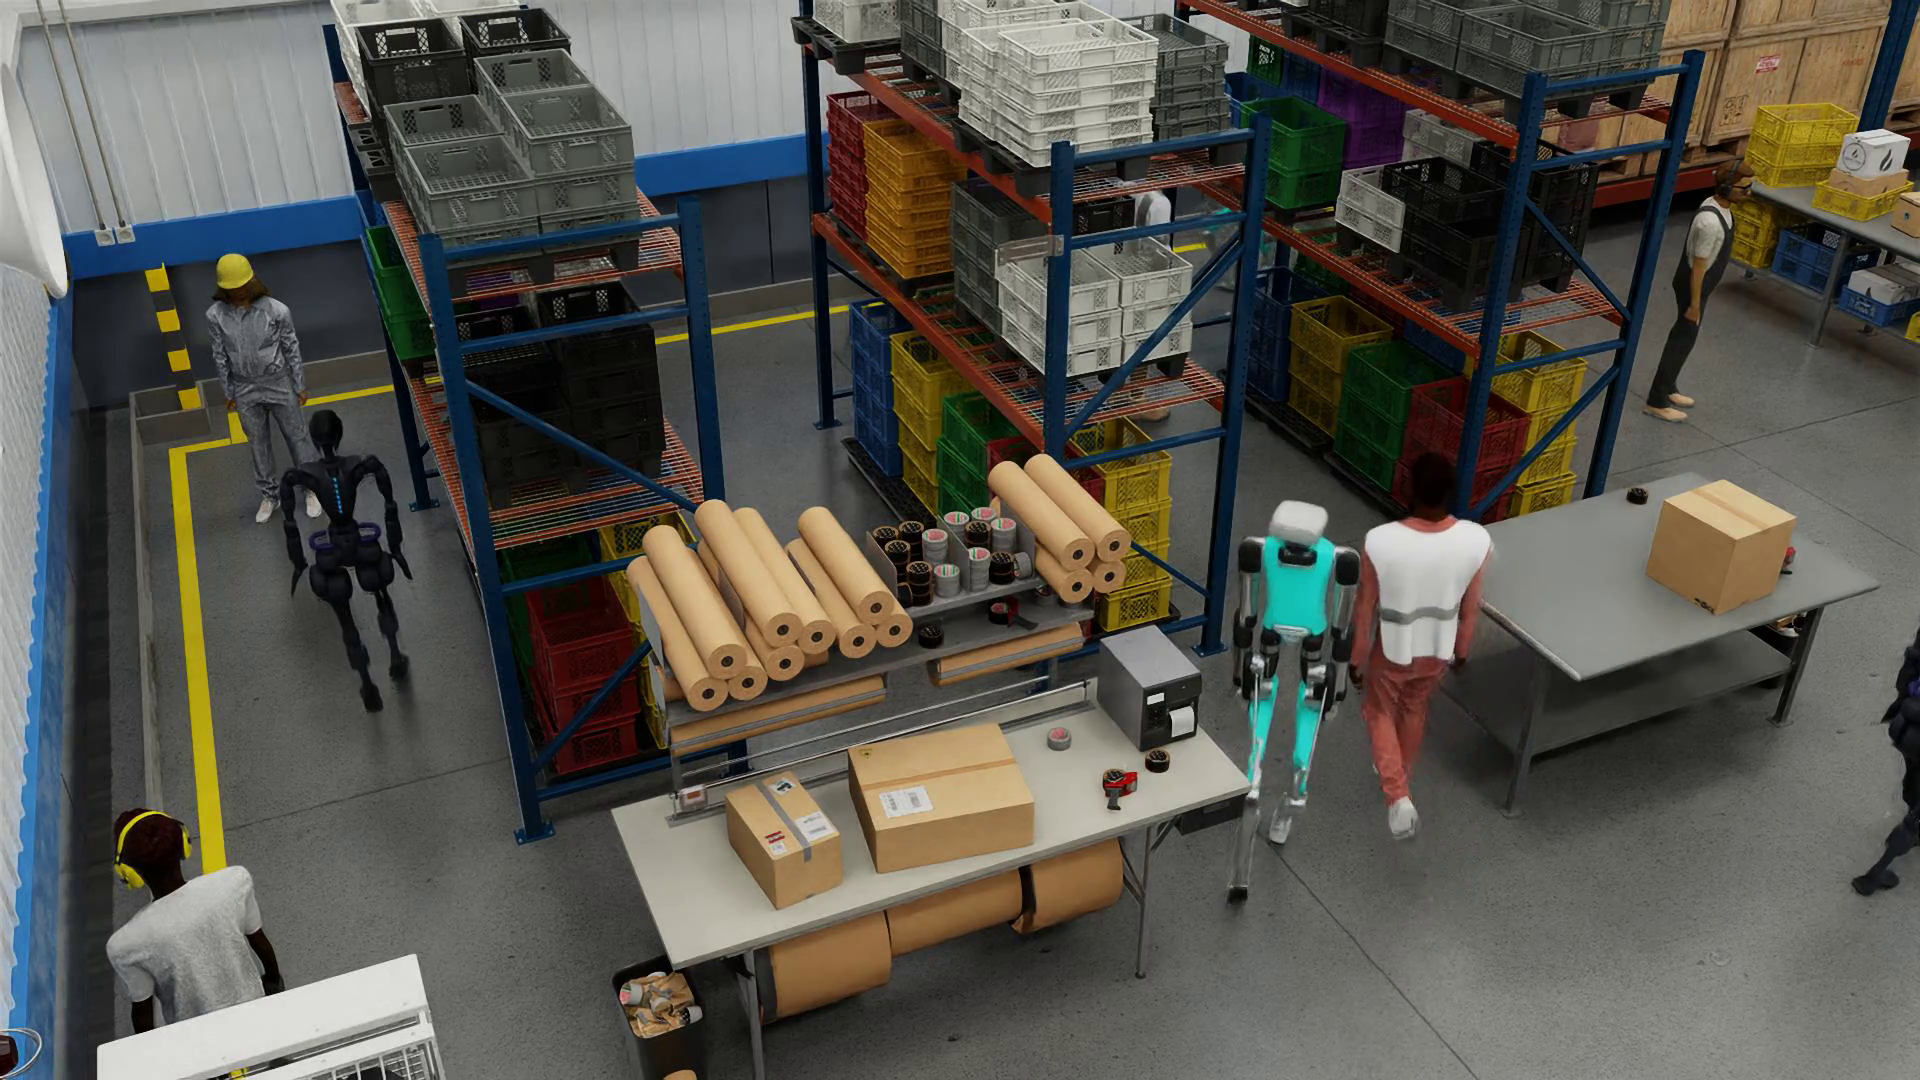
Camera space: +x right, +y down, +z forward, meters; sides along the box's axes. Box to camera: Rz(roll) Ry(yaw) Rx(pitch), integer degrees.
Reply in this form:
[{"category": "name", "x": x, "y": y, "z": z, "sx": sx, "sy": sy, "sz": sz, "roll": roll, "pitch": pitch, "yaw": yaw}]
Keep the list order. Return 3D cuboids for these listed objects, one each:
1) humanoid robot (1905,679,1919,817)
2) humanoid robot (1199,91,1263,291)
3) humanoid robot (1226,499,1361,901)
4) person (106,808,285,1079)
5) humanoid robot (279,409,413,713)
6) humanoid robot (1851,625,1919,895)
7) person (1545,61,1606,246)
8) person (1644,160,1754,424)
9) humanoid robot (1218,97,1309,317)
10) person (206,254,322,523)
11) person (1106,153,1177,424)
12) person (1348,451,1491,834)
[{"category": "humanoid robot", "x": 4.666, "y": 0.644, "z": 7.551, "sx": 0.709, "sy": 1.808, "sz": 0.551, "roll": -11, "pitch": 33, "yaw": -17}, {"category": "humanoid robot", "x": 2.177, "y": -2.780, "z": 13.101, "sx": 0.663, "sy": 1.810, "sz": 0.548, "roll": 17, "pitch": 36, "yaw": 26}, {"category": "humanoid robot", "x": 1.395, "y": 0.794, "z": 7.332, "sx": 0.558, "sy": 1.831, "sz": 0.897, "roll": 10, "pitch": 33, "yaw": 15}, {"category": "person", "x": -2.570, "y": 1.668, "z": 5.749, "sx": 0.340, "sy": 1.857, "sz": 0.519, "roll": 25, "pitch": 40, "yaw": 35}, {"category": "humanoid robot", "x": -3.125, "y": 0.099, "z": 8.473, "sx": 0.594, "sy": 1.645, "sz": 0.428, "roll": -14, "pitch": 34, "yaw": -22}, {"category": "humanoid robot", "x": 4.389, "y": 0.821, "z": 7.320, "sx": 0.706, "sy": 1.628, "sz": 0.614, "roll": -13, "pitch": 34, "yaw": -20}, {"category": "person", "x": 5.158, "y": -3.267, "z": 13.857, "sx": 0.522, "sy": 1.761, "sz": 0.336, "roll": -16, "pitch": 35, "yaw": -24}, {"category": "person", "x": 4.969, "y": -1.675, "z": 11.199, "sx": 0.334, "sy": 1.839, "sz": 0.508, "roll": 15, "pitch": 35, "yaw": 23}, {"category": "humanoid robot", "x": 2.447, "y": -2.497, "z": 12.641, "sx": 0.872, "sy": 1.784, "sz": 0.549, "roll": -12, "pitch": 33, "yaw": -18}, {"category": "person", "x": -4.203, "y": -0.908, "z": 10.039, "sx": 0.493, "sy": 1.741, "sz": 0.309, "roll": -5, "pitch": 32, "yaw": -8}, {"category": "person", "x": 1.242, "y": -1.774, "z": 11.162, "sx": 0.391, "sy": 2.041, "sz": 0.610, "roll": -14, "pitch": 34, "yaw": -21}, {"category": "person", "x": 2.076, "y": 0.512, "z": 7.593, "sx": 0.598, "sy": 1.898, "sz": 0.664, "roll": -3, "pitch": 32, "yaw": -5}]
